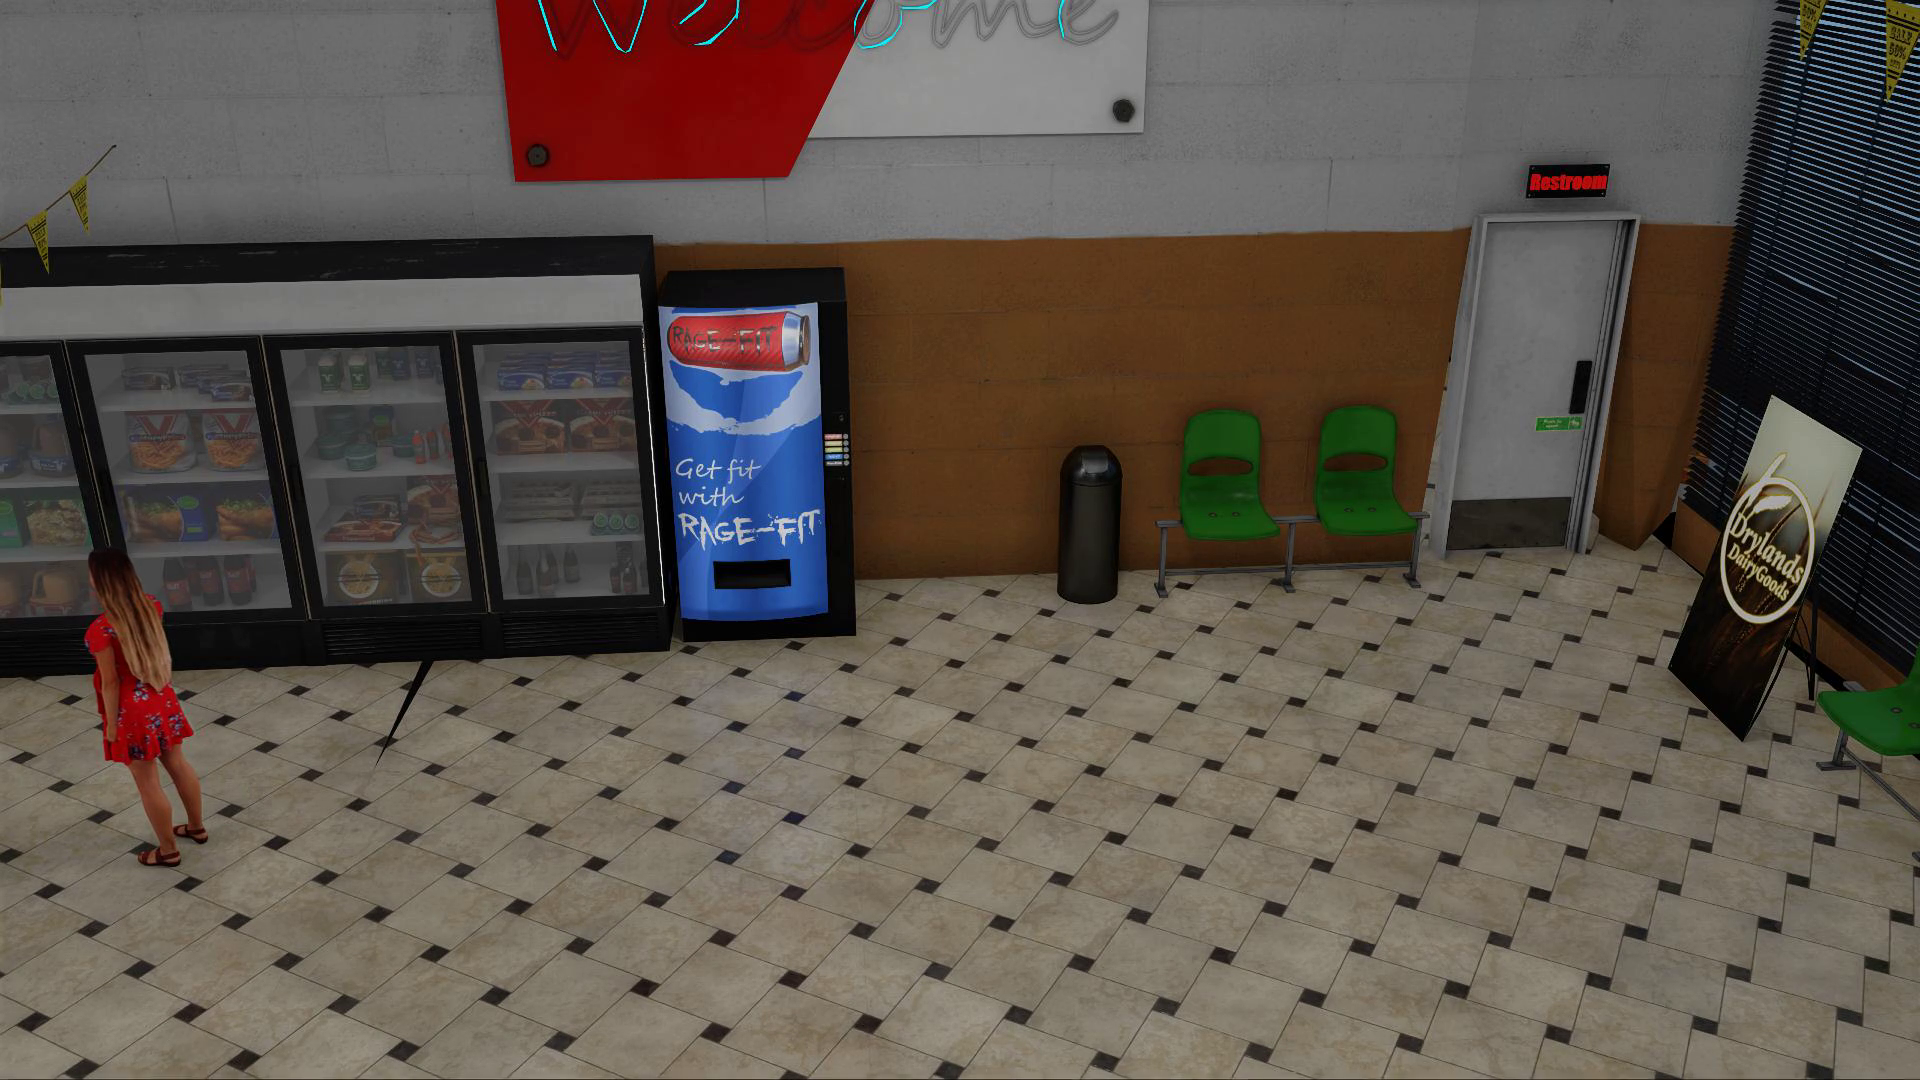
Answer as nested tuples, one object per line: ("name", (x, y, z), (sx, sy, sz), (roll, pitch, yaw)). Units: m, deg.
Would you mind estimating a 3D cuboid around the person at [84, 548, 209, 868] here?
("person", (-3.776, 0.773, 7.677), (0.711, 1.592, 0.600), (8, 25, 17))
